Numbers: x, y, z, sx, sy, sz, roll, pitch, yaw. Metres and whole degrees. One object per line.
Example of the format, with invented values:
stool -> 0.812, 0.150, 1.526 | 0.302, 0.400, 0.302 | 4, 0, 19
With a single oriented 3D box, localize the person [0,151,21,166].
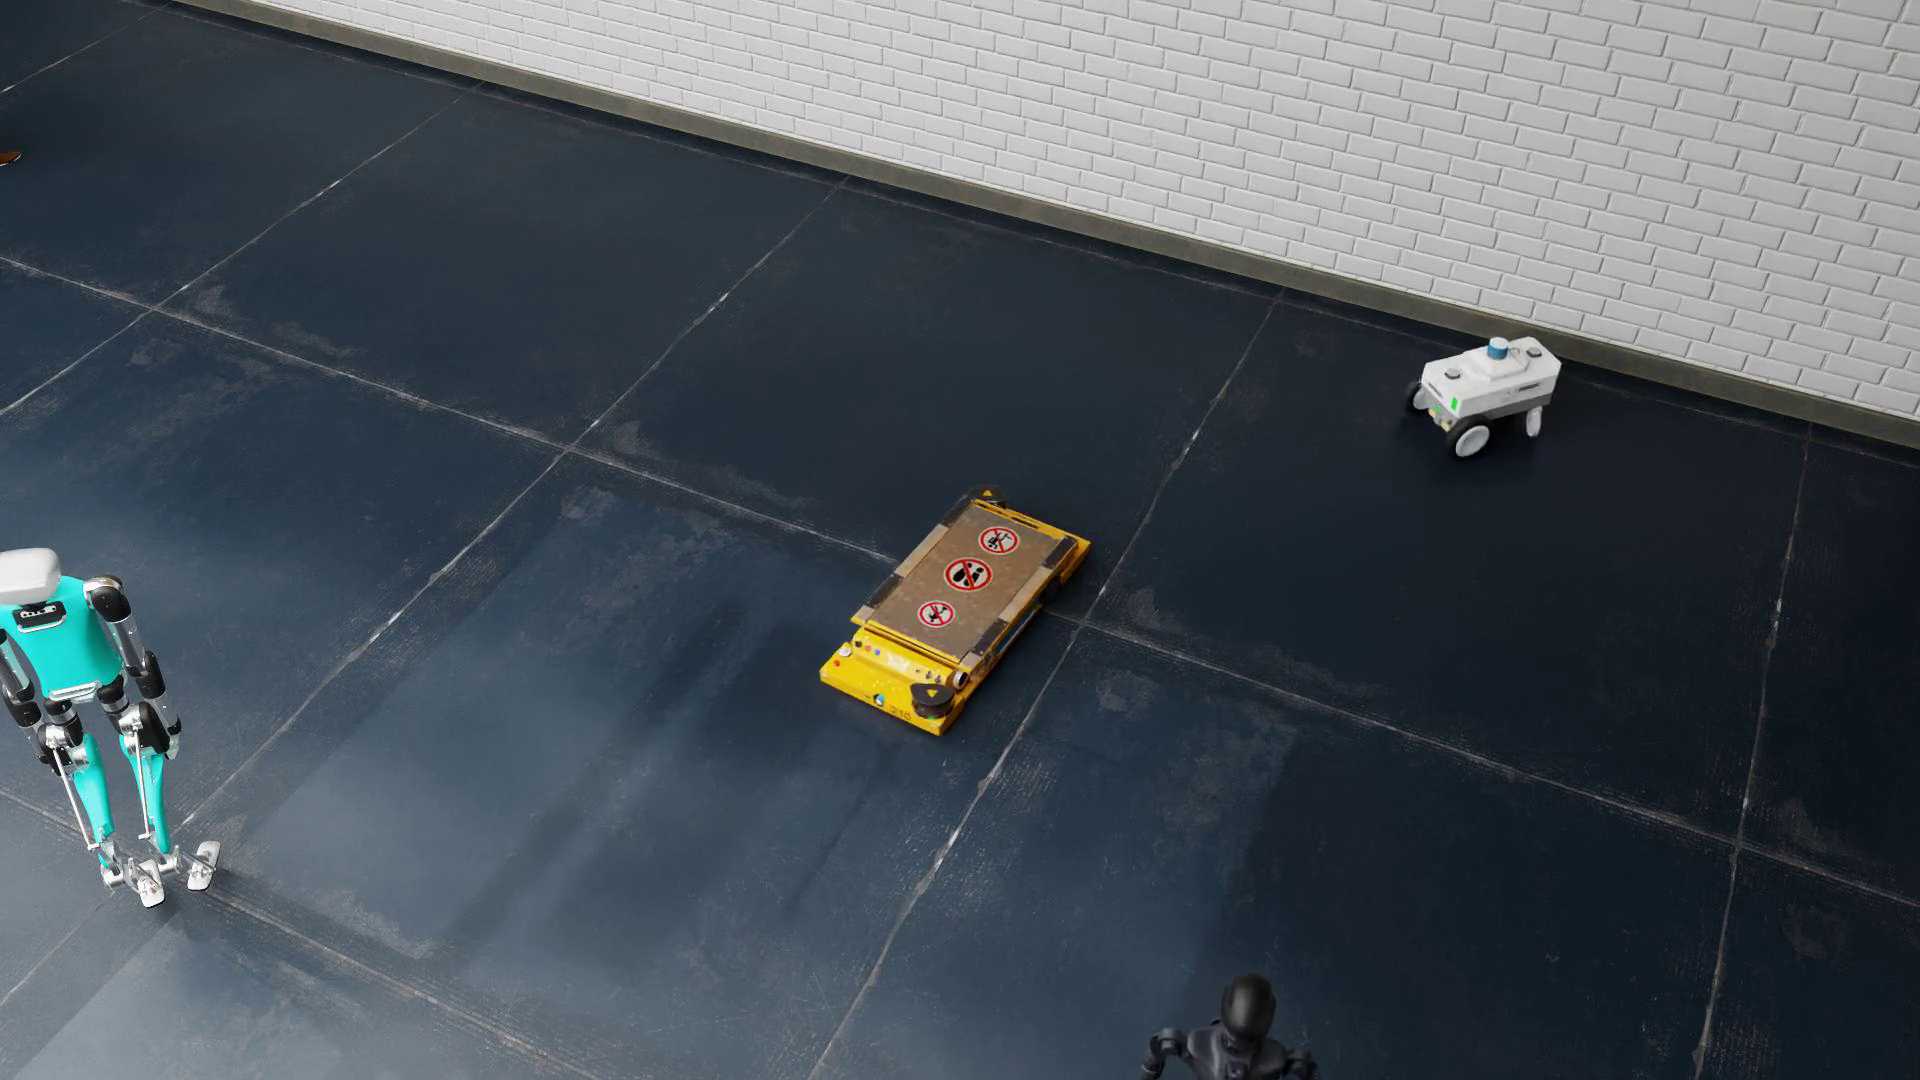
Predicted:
person -> -6.562, -3.156, 10.654 | 0.508, 1.632, 0.268 | 16, 45, 17

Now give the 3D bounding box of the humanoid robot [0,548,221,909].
humanoid robot -> -3.191, 0.832, 6.179 | 0.533, 1.677, 0.735 | -12, 44, -13

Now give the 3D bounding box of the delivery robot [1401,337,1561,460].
delivery robot -> 2.801, -0.794, 8.915 | 0.785, 0.613, 0.525 | -15, 45, -16

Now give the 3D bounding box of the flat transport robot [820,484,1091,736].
flat transport robot -> 0.004, 0.296, 7.936 | 0.659, 0.231, 1.431 | 23, 47, 22

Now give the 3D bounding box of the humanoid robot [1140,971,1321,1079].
humanoid robot -> 0.783, 1.870, 5.206 | 0.609, 1.650, 0.379 | 5, 43, 5
